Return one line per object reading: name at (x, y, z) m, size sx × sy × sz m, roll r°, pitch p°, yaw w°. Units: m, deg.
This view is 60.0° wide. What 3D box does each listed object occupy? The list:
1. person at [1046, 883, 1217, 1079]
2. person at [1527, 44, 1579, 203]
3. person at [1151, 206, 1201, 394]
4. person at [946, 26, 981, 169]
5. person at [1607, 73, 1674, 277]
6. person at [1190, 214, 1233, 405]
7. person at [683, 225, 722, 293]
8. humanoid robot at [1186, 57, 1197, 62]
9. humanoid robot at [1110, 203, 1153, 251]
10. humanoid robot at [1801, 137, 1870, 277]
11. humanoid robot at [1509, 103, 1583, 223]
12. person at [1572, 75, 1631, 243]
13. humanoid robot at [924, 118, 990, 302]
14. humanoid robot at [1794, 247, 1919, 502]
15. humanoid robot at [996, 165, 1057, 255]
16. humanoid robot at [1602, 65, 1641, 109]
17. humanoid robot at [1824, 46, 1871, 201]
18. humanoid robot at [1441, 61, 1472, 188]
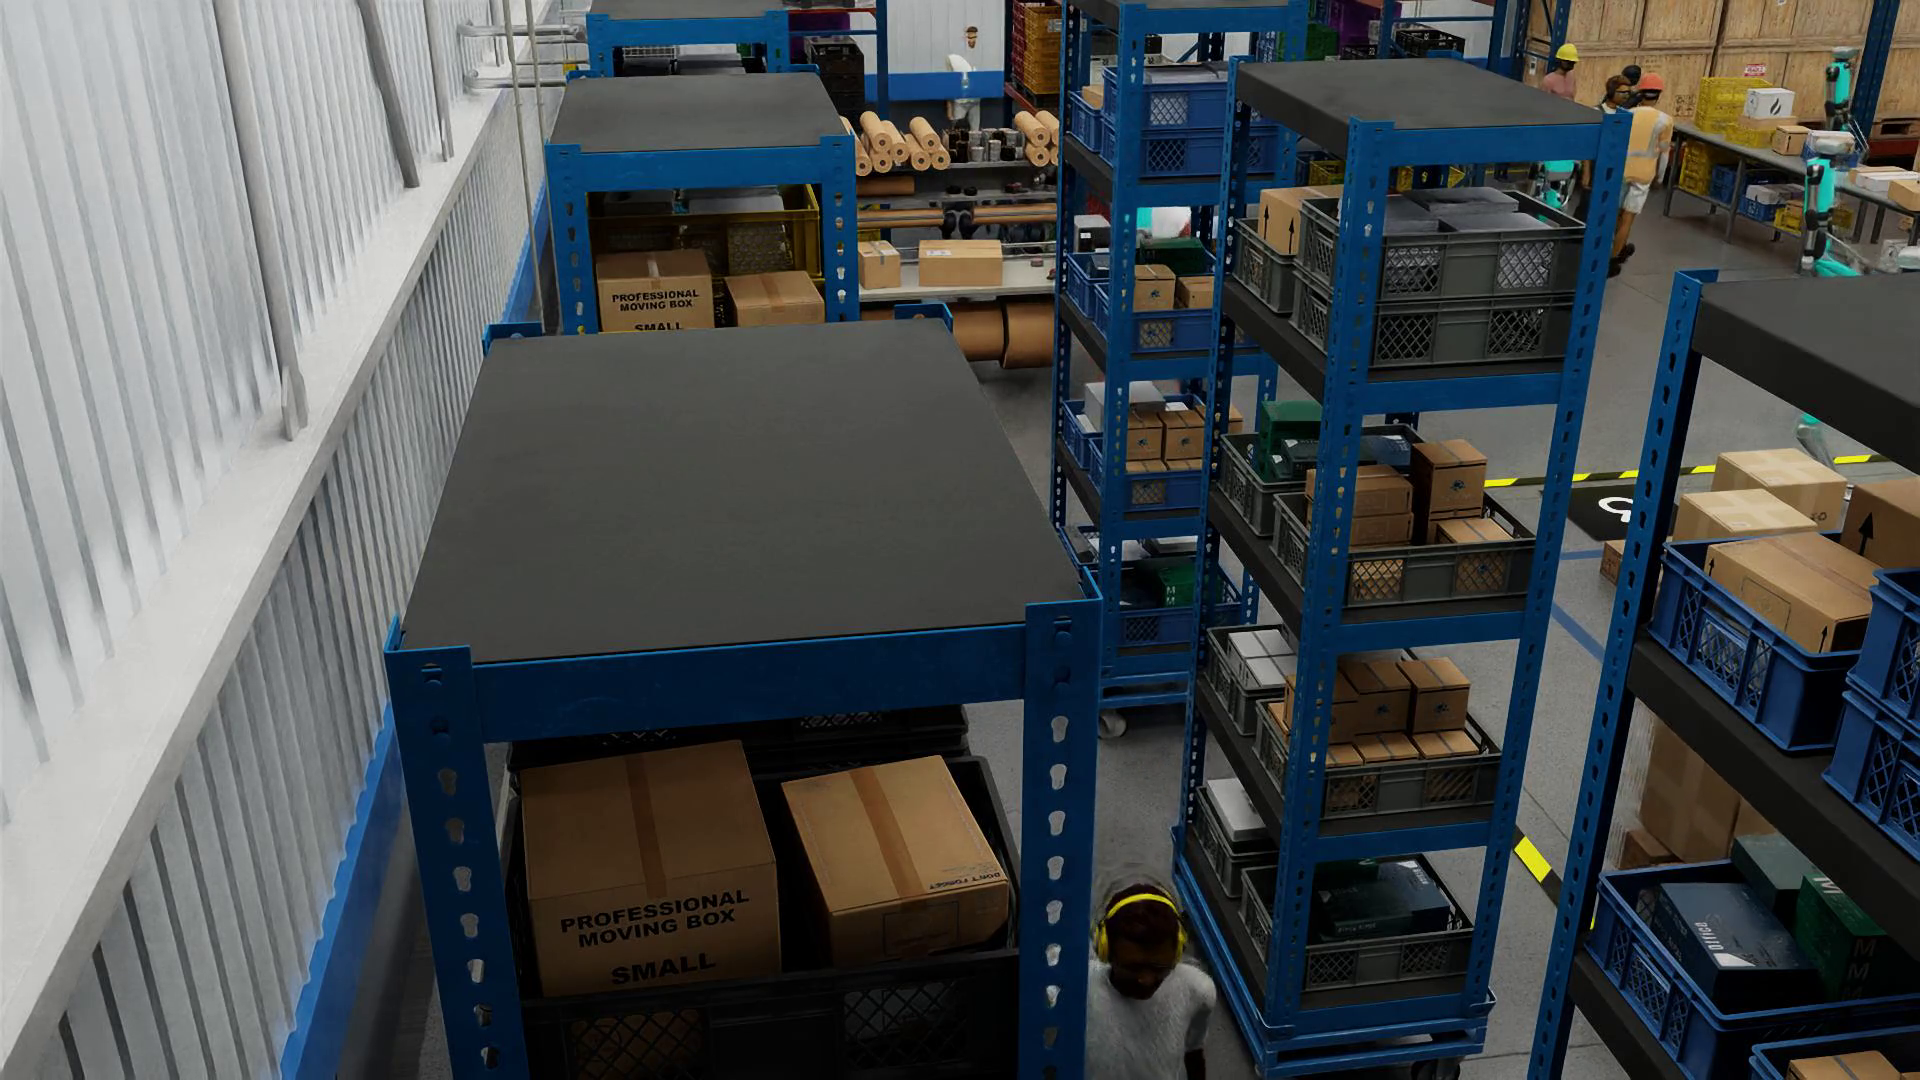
person at (0.434, 1.755, 4.626) m, size 0.526 × 1.824 × 0.948 m, roll 0°, pitch 25°, yaw 1°
person at (6.670, -4.655, 18.635) m, size 0.526 × 1.759 × 0.337 m, roll -14°, pitch 28°, yaw -27°
person at (1.569, -1.919, 12.561) m, size 0.907 × 1.872 × 0.609 m, roll -8°, pitch 26°, yaw -17°
person at (0.067, -5.127, 19.568) m, size 0.565 × 1.835 × 0.401 m, roll -14°, pitch 28°, yaw -28°
person at (6.522, -3.521, 16.029) m, size 0.546 × 1.880 × 0.898 m, roll 19°, pitch 31°, yaw 36°
person at (1.668, -1.266, 11.155) m, size 0.364 × 1.852 × 0.596 m, roll -3°, pitch 25°, yaw -7°
person at (-1.926, -2.251, 13.324) m, size 0.513 × 1.834 × 0.638 m, roll 20°, pitch 32°, yaw 37°
humanoid robot at (2.494, -4.419, 18.174) m, size 0.559 × 1.775 × 0.959 m, roll -2°, pitch 25°, yaw -5°
humanoid robot at (1.361, -2.066, 13.065) m, size 0.542 × 1.774 × 0.967 m, roll 6°, pitch 25°, yaw 12°
humanoid robot at (7.425, -2.414, 13.837) m, size 0.995 × 1.771 × 0.530 m, roll 18°, pitch 30°, yaw 33°
humanoid robot at (5.456, -3.321, 15.812) m, size 0.552 × 1.756 × 1.043 m, roll -8°, pitch 26°, yaw -17°
person at (6.249, -3.612, 16.272) m, size 0.533 × 1.839 × 0.333 m, roll -15°, pitch 29°, yaw -29°
humanoid robot at (-0.031, -3.032, 15.250) m, size 0.610 × 1.623 × 0.685 m, roll -1°, pitch 25°, yaw -2°
humanoid robot at (5.774, -1.103, 10.781) m, size 0.735 × 1.675 × 0.533 m, roll 14°, pitch 28°, yaw 28°
humanoid robot at (0.623, -2.773, 14.681) m, size 0.596 × 1.631 × 0.753 m, roll -4°, pitch 25°, yaw -9°
humanoid robot at (7.050, -4.263, 17.877) m, size 0.319 × 1.652 × 0.603 m, roll -17°, pitch 30°, yaw -32°
humanoid robot at (9.802, -4.482, 18.289) m, size 0.787 × 1.774 × 0.531 m, roll 20°, pitch 31°, yaw 36°
humanoid robot at (5.410, -4.355, 18.093) m, size 0.588 × 1.641 × 0.608 m, roll 1°, pitch 25°, yaw 2°
